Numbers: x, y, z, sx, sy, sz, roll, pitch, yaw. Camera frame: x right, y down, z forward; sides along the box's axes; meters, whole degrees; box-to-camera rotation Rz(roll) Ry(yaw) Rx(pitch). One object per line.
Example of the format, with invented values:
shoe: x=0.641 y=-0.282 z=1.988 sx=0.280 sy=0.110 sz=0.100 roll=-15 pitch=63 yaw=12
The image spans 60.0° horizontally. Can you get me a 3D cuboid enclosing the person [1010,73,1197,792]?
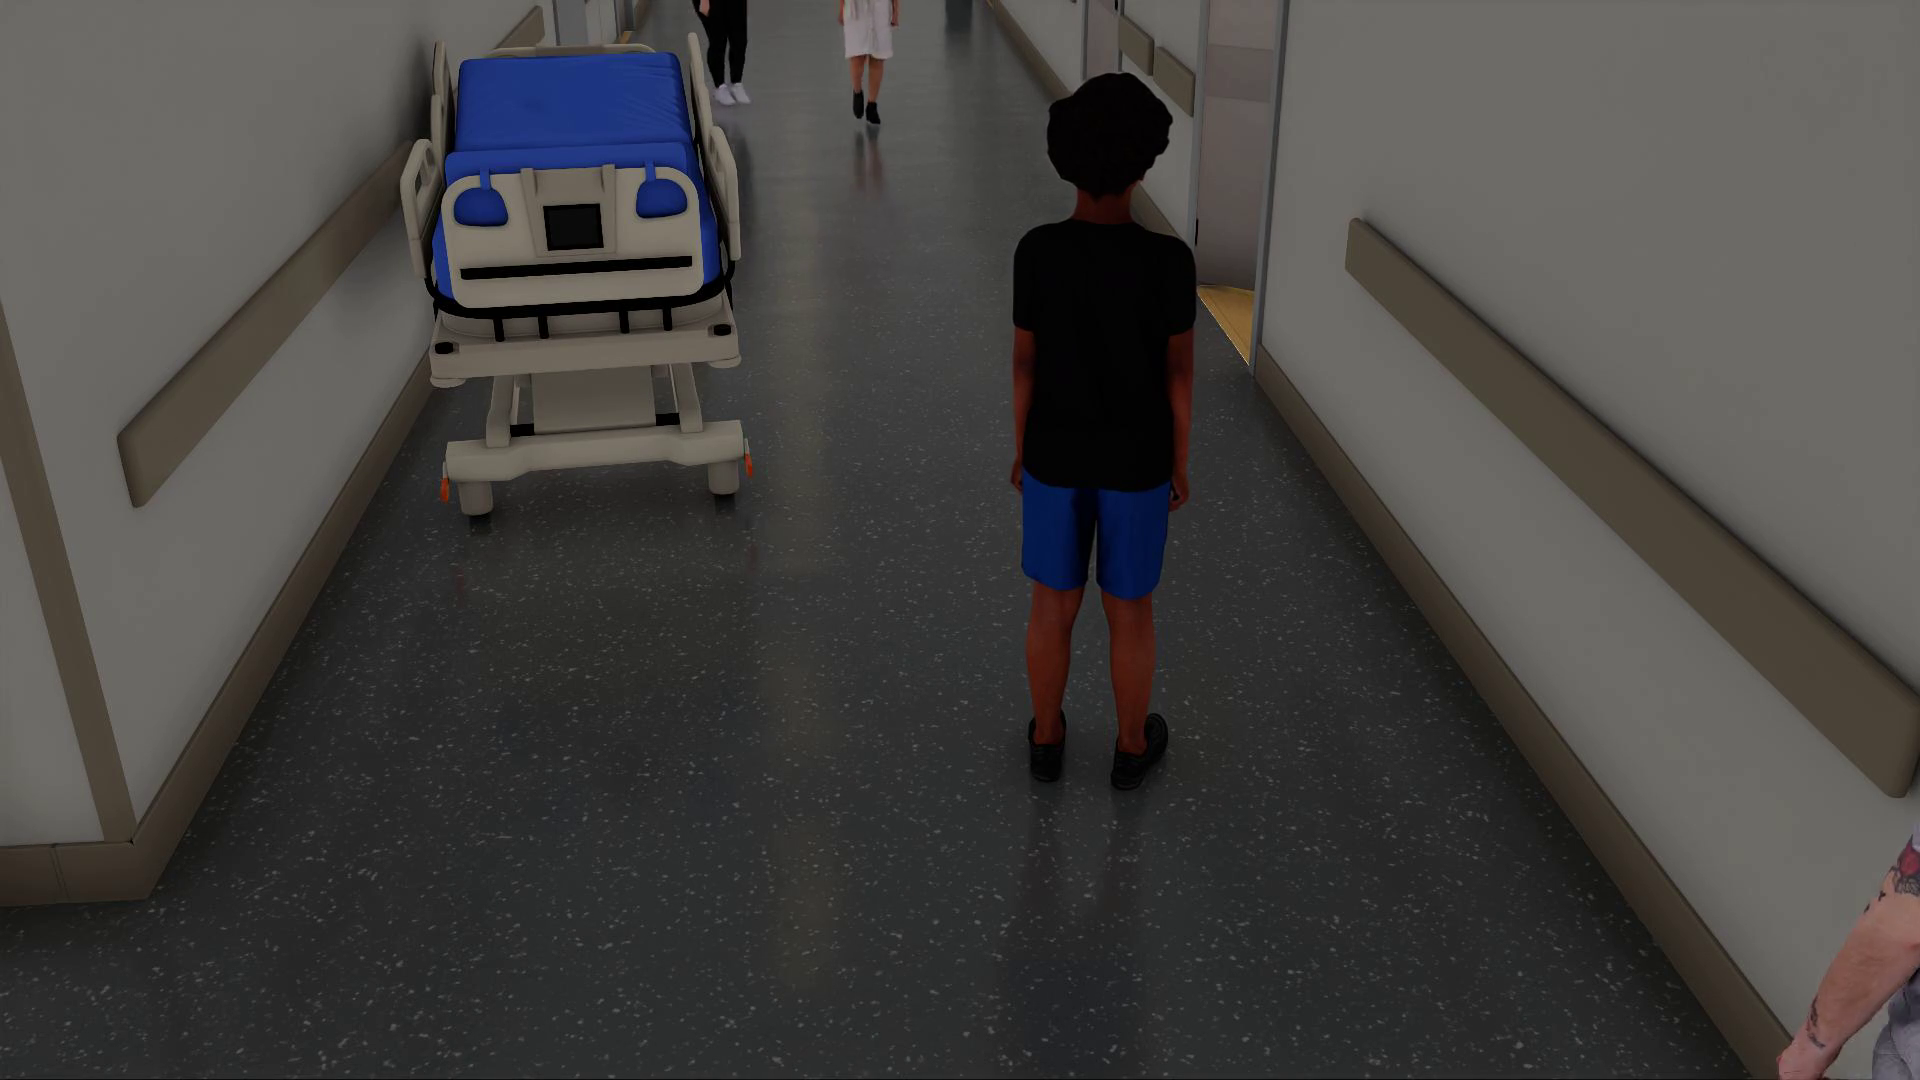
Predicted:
person: x=0.334 y=-0.210 z=4.026 sx=0.613 sy=1.799 sz=0.729 roll=6 pitch=26 yaw=11

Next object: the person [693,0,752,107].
person: x=-1.737 y=-3.902 z=11.918 sx=0.830 sy=1.595 sz=0.758 roll=20 pitch=32 yaw=36

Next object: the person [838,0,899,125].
person: x=-0.657 y=-3.657 z=11.471 sx=0.616 sy=1.540 sz=0.685 roll=-8 pitch=27 yaw=-16
